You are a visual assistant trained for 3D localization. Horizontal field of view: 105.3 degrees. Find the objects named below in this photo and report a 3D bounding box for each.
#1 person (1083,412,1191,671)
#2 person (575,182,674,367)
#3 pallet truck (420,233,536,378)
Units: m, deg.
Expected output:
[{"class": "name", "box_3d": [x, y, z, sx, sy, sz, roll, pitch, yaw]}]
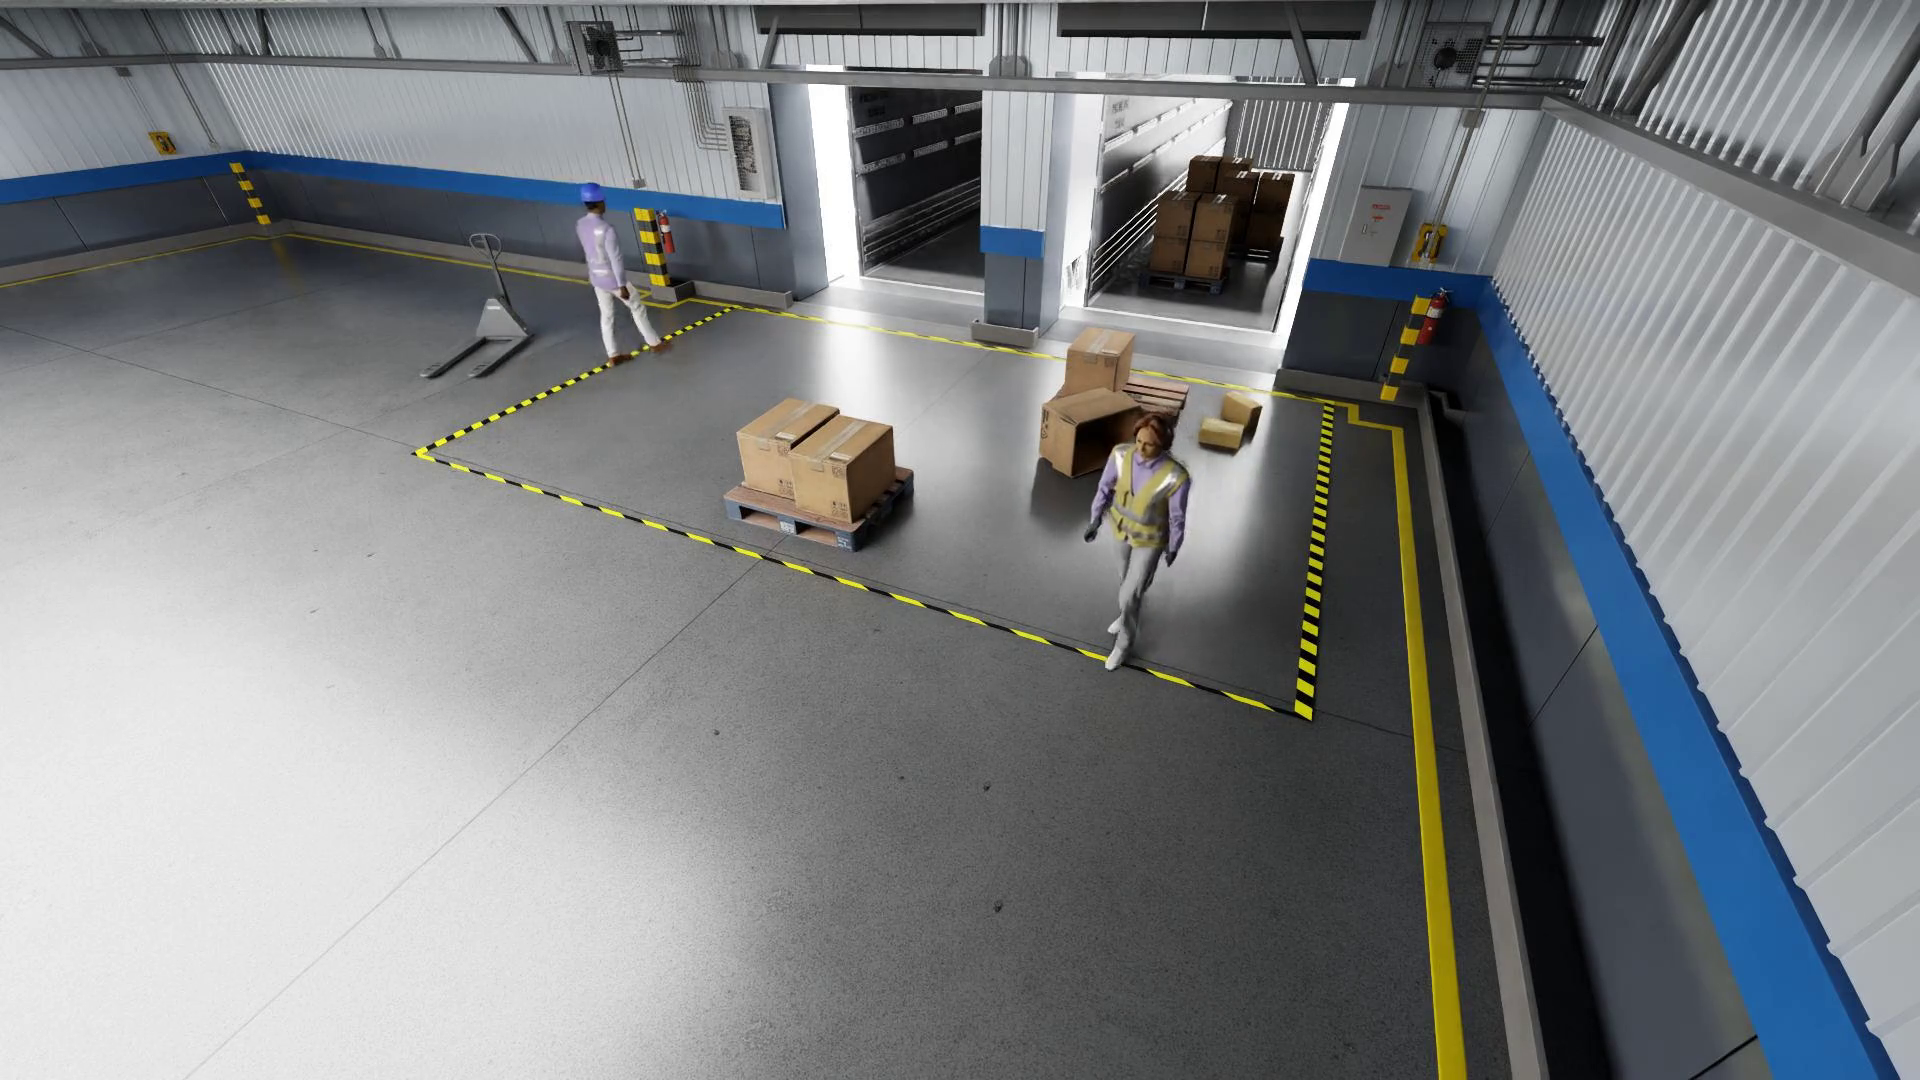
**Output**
[{"class": "person", "box_3d": [0.999, 0.002, 4.289, 0.544, 1.622, 0.533, -26, 43, -32]}, {"class": "person", "box_3d": [-3.791, -2.942, 8.163, 0.638, 1.917, 0.777, 19, 40, 24]}, {"class": "pallet truck", "box_3d": [-5.664, -2.712, 8.427, 0.680, 1.201, 1.601, 0, 35, -1]}]
